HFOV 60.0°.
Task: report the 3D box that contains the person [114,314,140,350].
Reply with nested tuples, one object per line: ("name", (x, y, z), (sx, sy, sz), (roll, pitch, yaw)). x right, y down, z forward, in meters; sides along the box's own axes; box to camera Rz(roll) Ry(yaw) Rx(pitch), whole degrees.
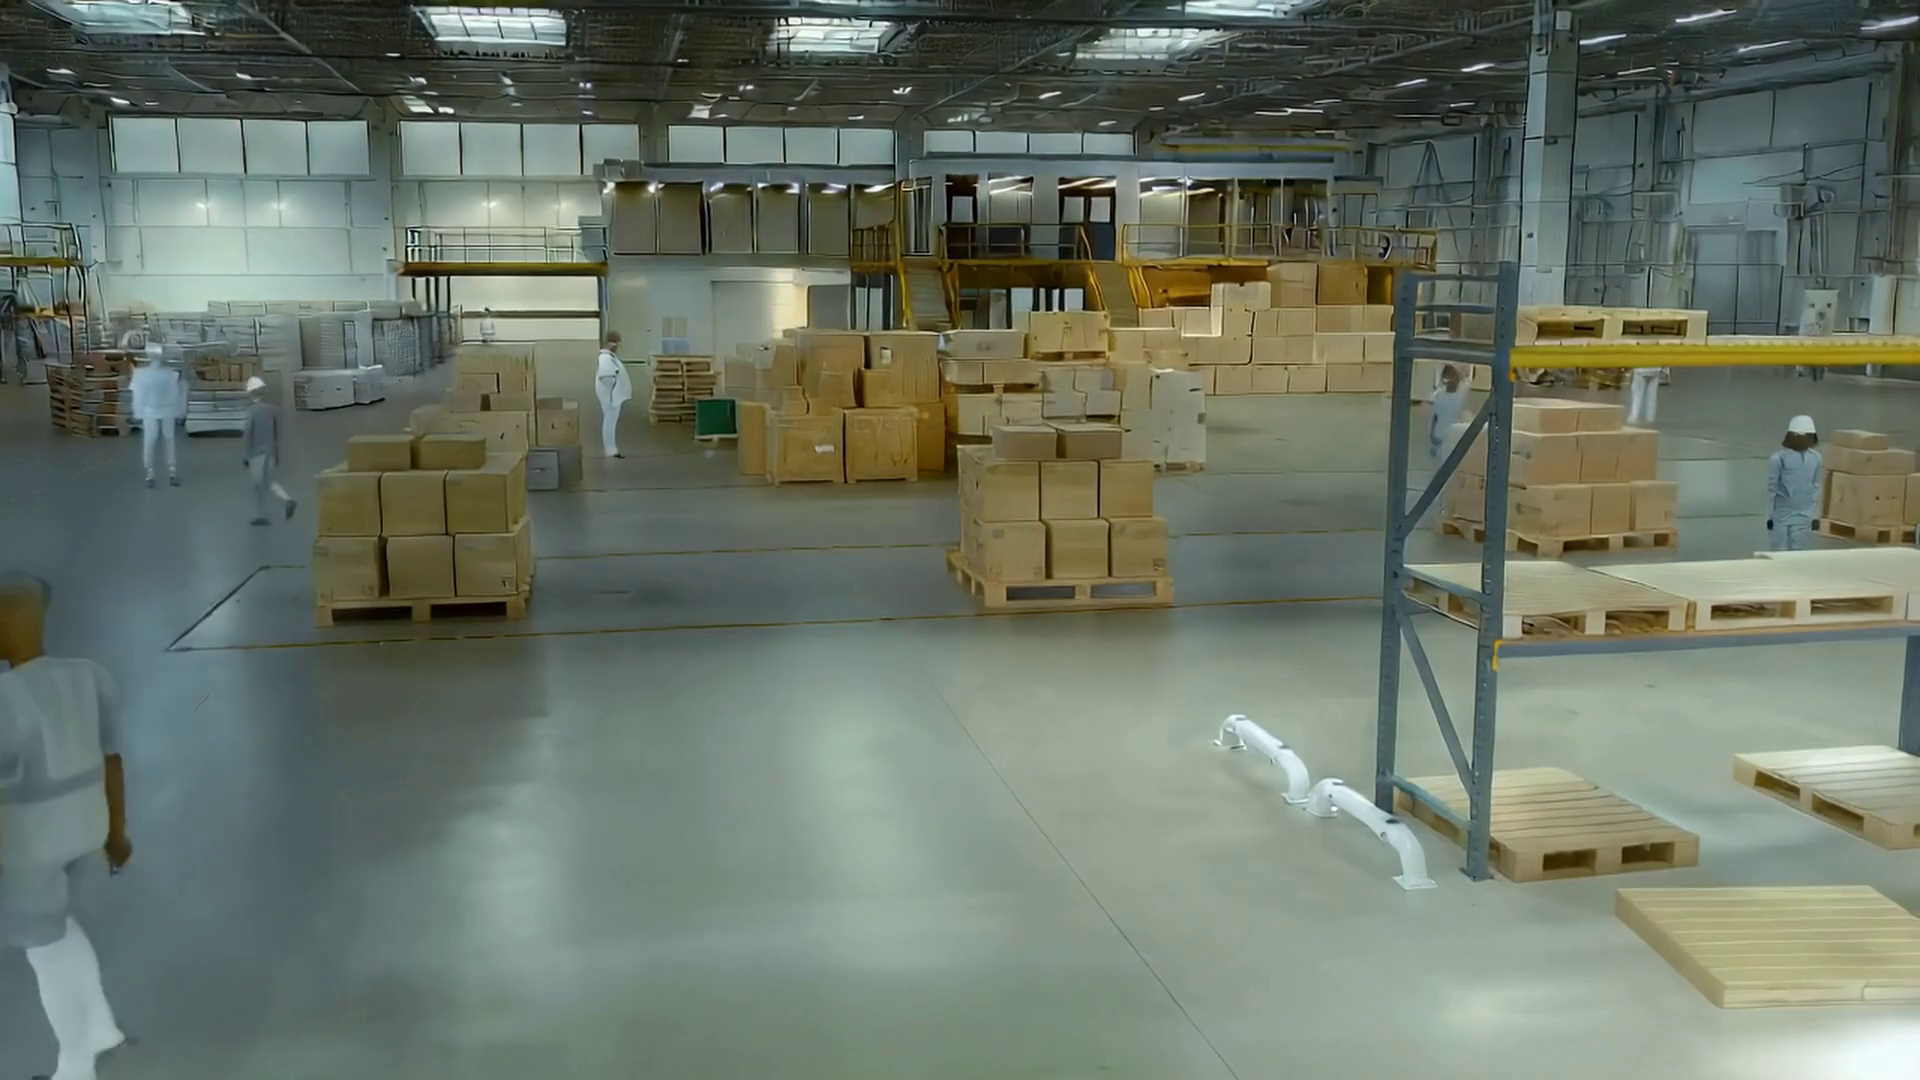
("person", (-17.859, -3.864, 35.864), (0.619, 2.013, 0.952), (3, 10, 20))

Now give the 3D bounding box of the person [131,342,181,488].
("person", (-10.993, -1.716, 22.778), (0.612, 1.995, 0.382), (-7, 12, -38))

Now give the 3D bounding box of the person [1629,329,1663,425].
("person", (13.077, -3.106, 31.729), (0.631, 1.841, 0.429), (-1, 9, -4))

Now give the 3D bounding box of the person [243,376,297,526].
("person", (-8.049, -1.018, 19.274), (0.468, 1.755, 0.525), (3, 10, 16))

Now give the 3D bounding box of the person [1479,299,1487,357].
("person", (17.518, -7.116, 55.894), (0.592, 1.926, 0.366), (3, 10, 20))

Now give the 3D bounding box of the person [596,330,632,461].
("person", (-5.394, -2.262, 25.966), (0.536, 2.000, 0.676), (-2, 9, -9))

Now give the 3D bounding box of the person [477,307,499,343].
("person", (-13.709, -5.838, 48.292), (0.596, 1.861, 0.678), (-2, 10, -12))

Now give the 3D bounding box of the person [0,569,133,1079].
("person", (-3.281, 1.072, 5.933), (0.470, 1.949, 0.631), (2, 10, 15))

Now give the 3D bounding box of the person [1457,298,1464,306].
("person", (17.995, -7.767, 59.824), (0.622, 1.937, 1.036), (-4, 10, -23))

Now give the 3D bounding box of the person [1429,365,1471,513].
("person", (5.938, -1.214, 20.209), (0.536, 1.828, 0.542), (0, 9, 0))

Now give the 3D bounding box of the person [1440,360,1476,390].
("person", (9.315, -3.036, 31.163), (0.648, 1.890, 1.014), (3, 10, 18))

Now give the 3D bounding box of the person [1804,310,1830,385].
("person", (21.899, -4.926, 42.562), (0.611, 1.928, 0.781), (-1, 9, -5))

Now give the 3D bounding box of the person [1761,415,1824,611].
("person", (7.209, -0.213, 14.378), (0.488, 1.743, 0.321), (-1, 9, -5))

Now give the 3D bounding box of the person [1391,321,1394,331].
("person", (12.232, -5.455, 46.111), (0.635, 1.819, 0.611), (7, 12, 38))
